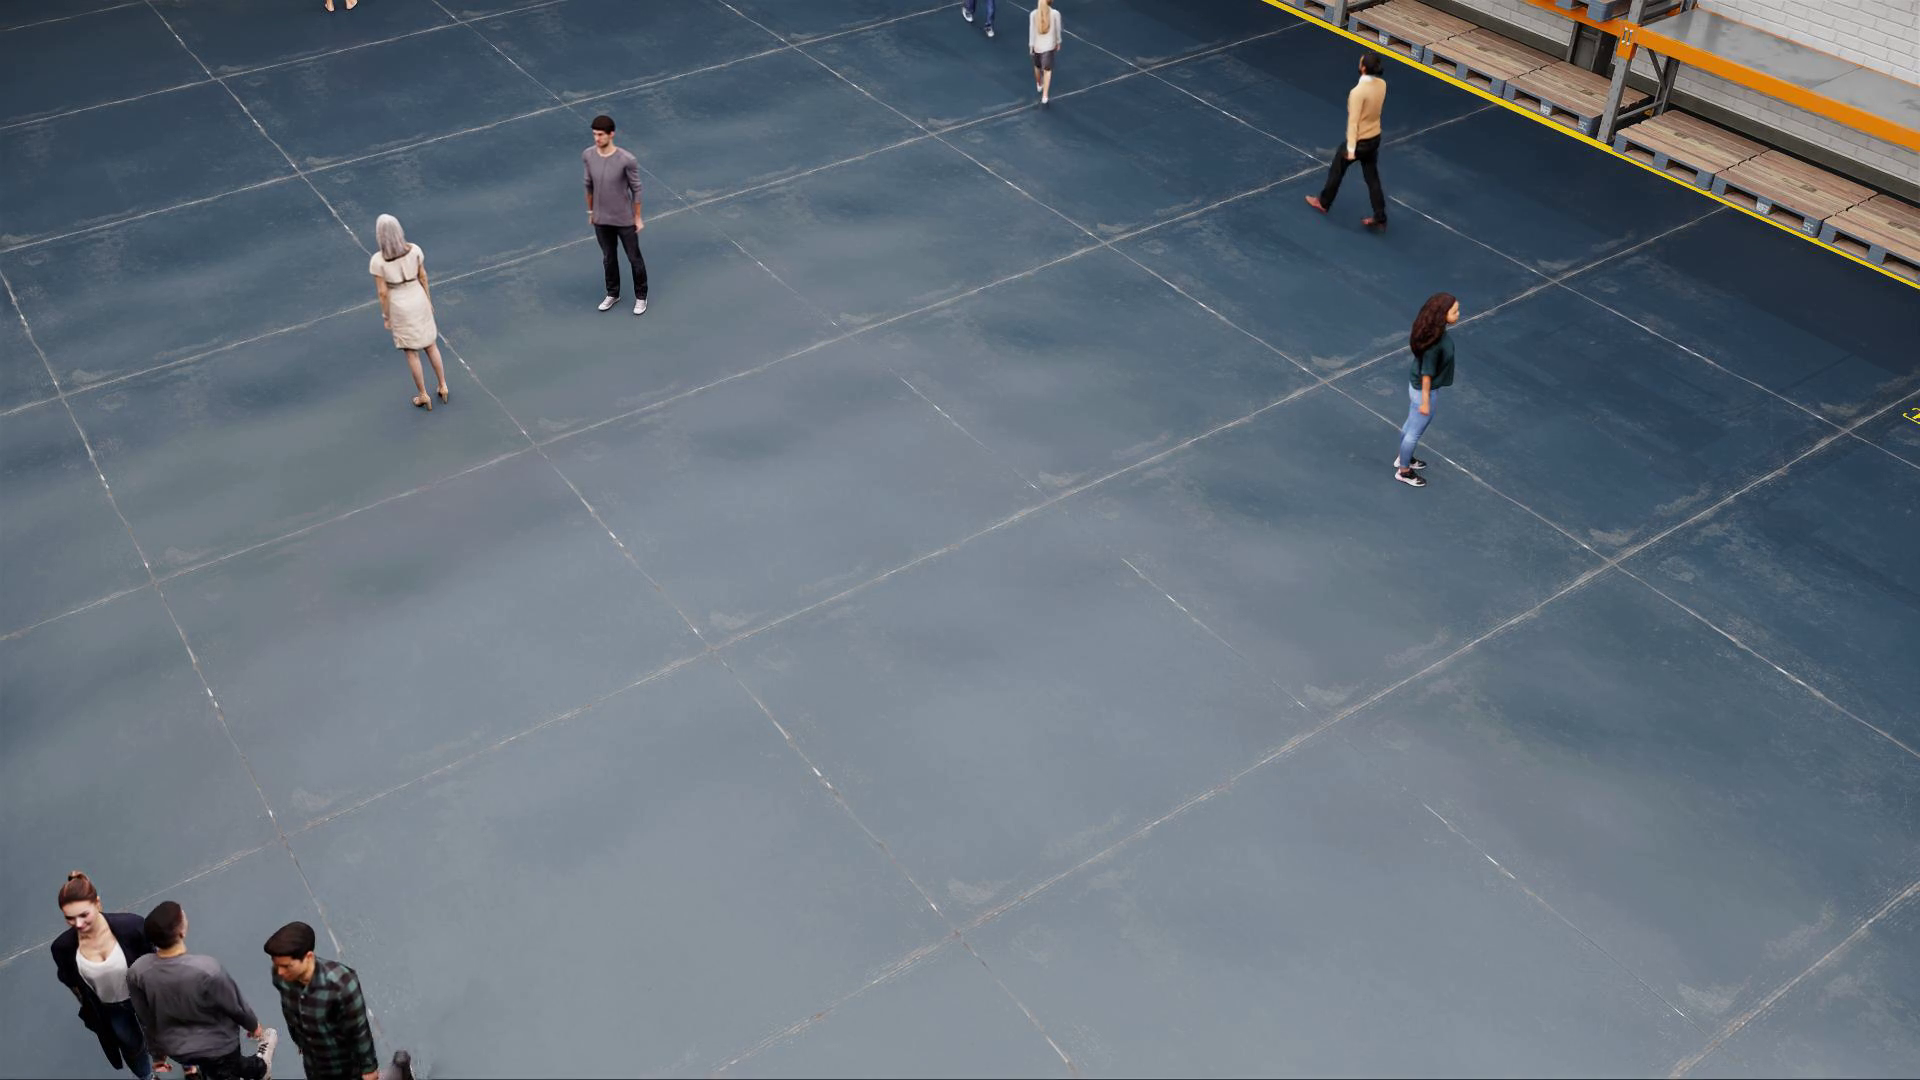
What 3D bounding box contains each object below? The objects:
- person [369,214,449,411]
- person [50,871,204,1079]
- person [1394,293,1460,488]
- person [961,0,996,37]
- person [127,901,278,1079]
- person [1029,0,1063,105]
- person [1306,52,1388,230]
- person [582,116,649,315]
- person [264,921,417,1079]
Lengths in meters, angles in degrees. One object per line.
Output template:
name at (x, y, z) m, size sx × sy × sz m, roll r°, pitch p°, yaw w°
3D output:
person at (-4.470, -1.844, 13.515) m, size 0.599 × 1.735 × 0.554 m, roll -26°, pitch 45°, yaw -29°
person at (-4.194, 2.290, 8.380) m, size 0.681 × 1.684 × 0.632 m, roll -14°, pitch 41°, yaw -17°
person at (3.570, -1.175, 12.773) m, size 0.766 × 1.617 × 0.714 m, roll 9°, pitch 40°, yaw 11°
person at (0.302, -6.807, 19.897) m, size 0.758 × 1.527 × 1.048 m, roll -11°, pitch 40°, yaw -13°
person at (-3.697, 2.521, 8.074) m, size 1.070 × 1.705 × 1.218 m, roll 1°, pitch 39°, yaw 1°
person at (0.940, -5.448, 18.419) m, size 0.853 × 1.248 × 0.943 m, roll 3°, pitch 39°, yaw 4°
person at (3.911, -3.780, 15.961) m, size 0.706 × 1.709 × 1.176 m, roll -26°, pitch 45°, yaw -28°
person at (-3.049, -2.886, 14.726) m, size 0.714 × 1.852 × 0.797 m, roll 9°, pitch 40°, yaw 12°
person at (-3.054, 2.442, 8.194) m, size 0.997 × 1.698 × 1.018 m, roll 10°, pitch 40°, yaw 12°
